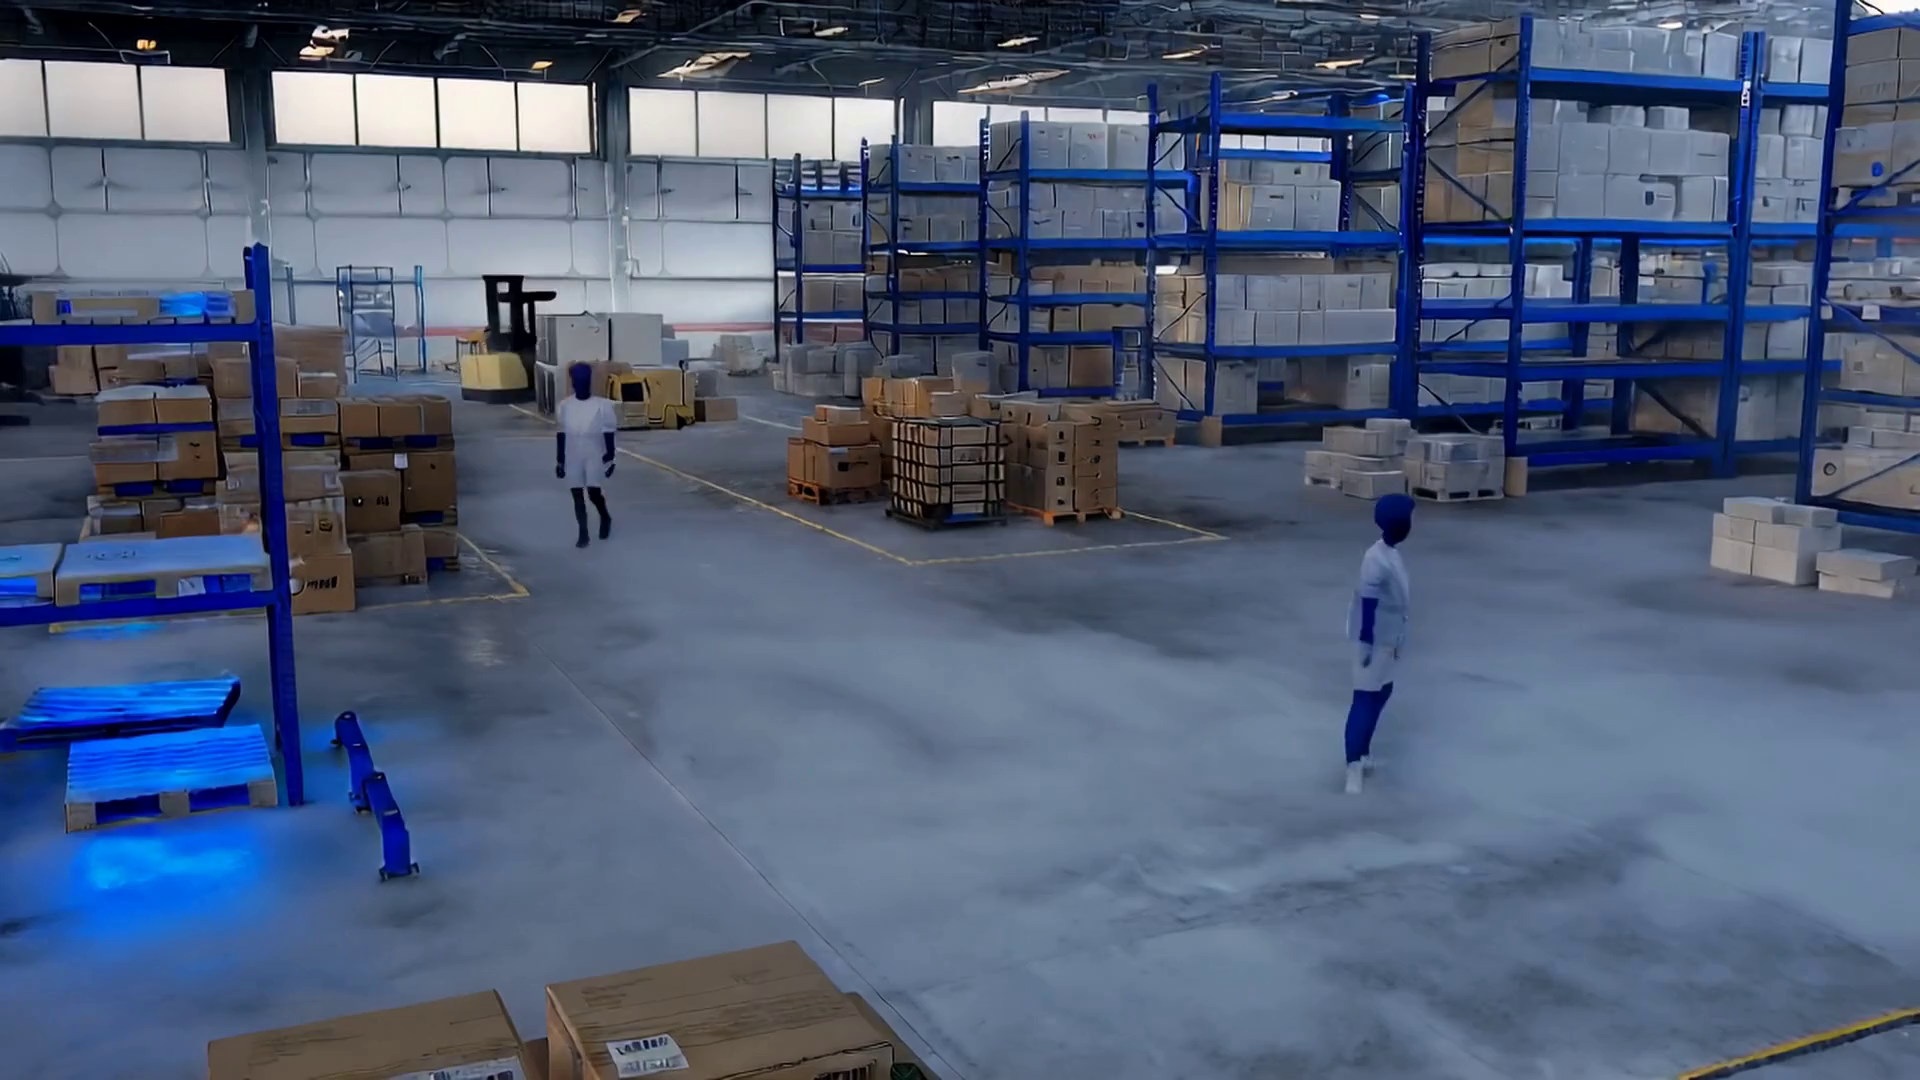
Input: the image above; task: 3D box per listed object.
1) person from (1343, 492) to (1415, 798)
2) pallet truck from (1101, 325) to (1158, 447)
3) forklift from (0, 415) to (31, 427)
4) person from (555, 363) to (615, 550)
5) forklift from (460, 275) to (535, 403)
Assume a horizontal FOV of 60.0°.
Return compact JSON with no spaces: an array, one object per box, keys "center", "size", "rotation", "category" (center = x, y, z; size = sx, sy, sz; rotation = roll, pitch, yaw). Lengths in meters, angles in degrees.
[{"center":[2.317,0.575,9.283],"size":[0.321,1.668,0.666],"rotation":[4,10,22],"category":"person"},{"center":[2.881,-2.596,27.923],"size":[0.823,1.965,1.885],"rotation":[-1,9,-7],"category":"pallet truck"},{"center":[-18.345,-3.466,30.590],"size":[1.873,2.768,1.129],"rotation":[-6,11,-34],"category":"forklift"},{"center":[-3.917,-0.877,17.400],"size":[0.614,1.949,0.481],"rotation":[2,9,11],"category":"person"},{"center":[-10.136,-4.508,37.056],"size":[1.129,2.768,1.873],"rotation":[6,11,31],"category":"forklift"}]
